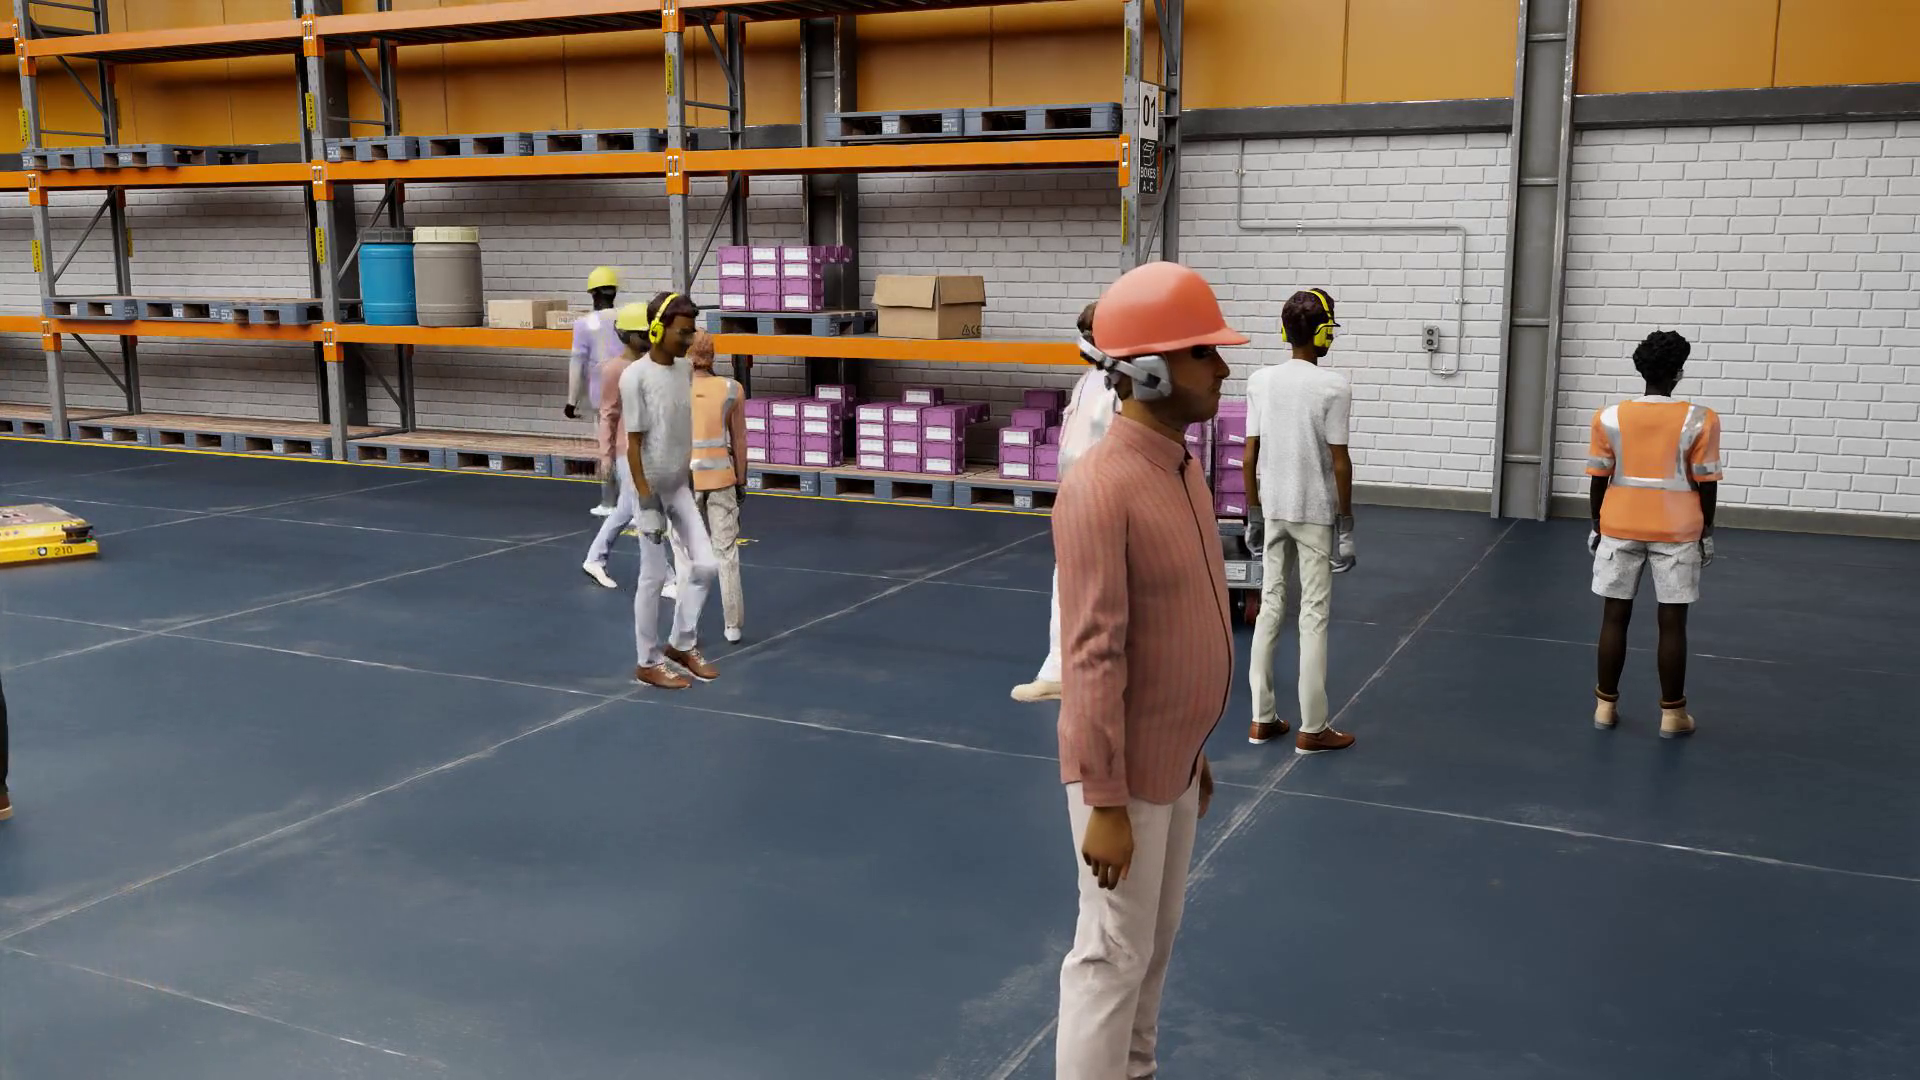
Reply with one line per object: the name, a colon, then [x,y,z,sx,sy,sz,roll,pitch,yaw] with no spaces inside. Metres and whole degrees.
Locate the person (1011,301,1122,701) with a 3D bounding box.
person: [0.697,-0.159,7.413,0.850,1.812,0.646,-3,10,-17]

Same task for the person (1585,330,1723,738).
person: [2.876,-0.021,6.932,0.533,1.692,0.319,6,12,33]

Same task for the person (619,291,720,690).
person: [-1.332,-0.201,7.561,0.504,1.830,0.571,6,11,30]

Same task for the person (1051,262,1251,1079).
person: [0.378,0.445,3.391,0.373,1.997,0.618,4,11,23]

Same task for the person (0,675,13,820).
person: [-3.506,0.055,5.633,0.382,1.993,0.609,-1,10,-6]

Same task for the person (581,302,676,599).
person: [-1.931,-0.531,9.752,0.882,1.728,0.532,4,11,24]

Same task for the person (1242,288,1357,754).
person: [1.379,-0.073,6.718,0.526,1.871,0.324,10,14,44]

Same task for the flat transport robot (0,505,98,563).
flat transport robot: [-6.369,-0.061,11.225,0.652,0.197,1.431,-8,13,-40]

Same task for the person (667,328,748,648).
person: [-1.325,-0.261,8.459,0.515,1.639,0.318,-5,11,-24]

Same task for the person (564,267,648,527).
person: [-2.626,-1.047,12.249,0.824,1.885,0.582,8,13,37]
